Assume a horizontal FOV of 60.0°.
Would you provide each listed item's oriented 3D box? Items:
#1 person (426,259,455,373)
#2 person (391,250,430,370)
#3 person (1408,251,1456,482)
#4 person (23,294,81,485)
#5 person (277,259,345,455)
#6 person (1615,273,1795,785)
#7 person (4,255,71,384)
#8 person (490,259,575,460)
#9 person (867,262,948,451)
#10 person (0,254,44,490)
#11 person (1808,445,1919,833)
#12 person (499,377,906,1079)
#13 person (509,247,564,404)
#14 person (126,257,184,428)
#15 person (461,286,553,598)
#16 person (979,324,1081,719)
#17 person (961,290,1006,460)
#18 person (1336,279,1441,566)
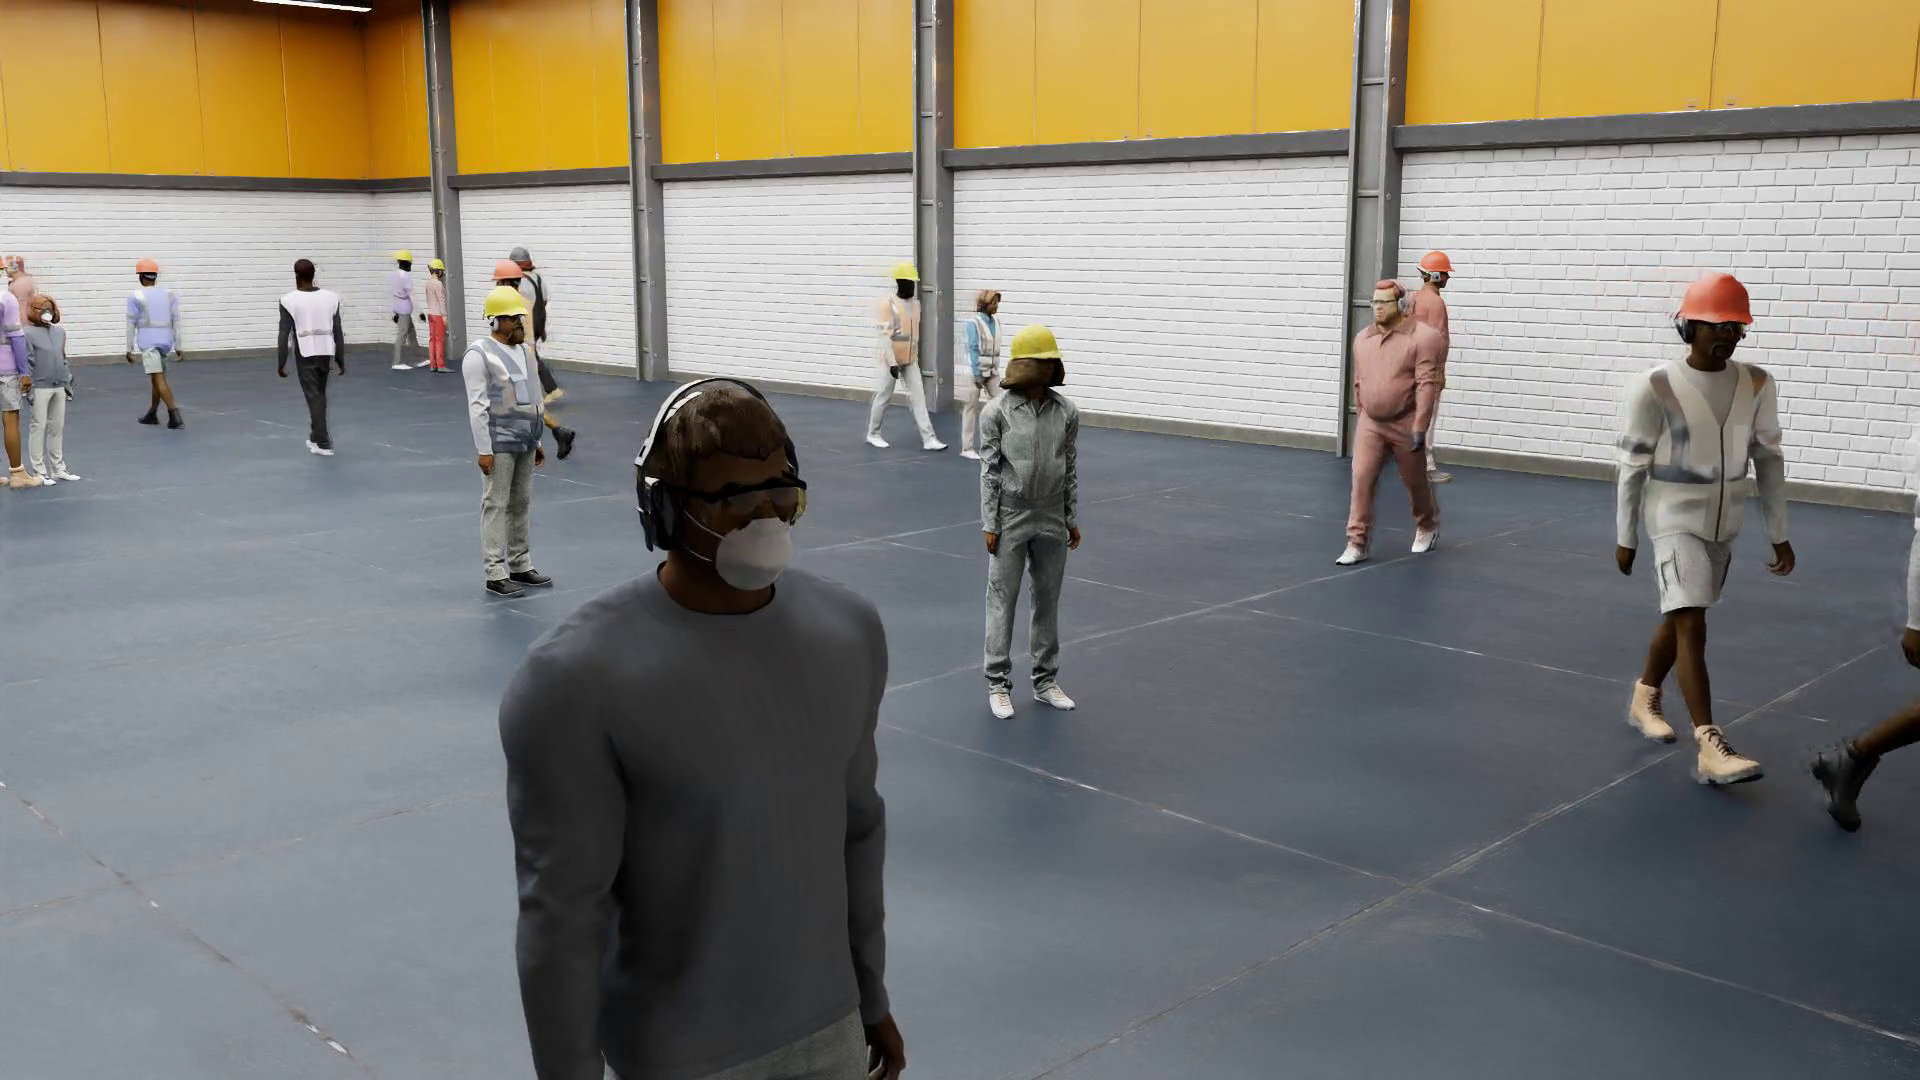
[{"bbox_3d":[-8.117,-3.481,25.880,0.312,1.768,0.524,-9,14,-41],"label":"person"},{"bbox_3d":[-8.783,-3.671,26.567,0.664,1.911,0.599,-7,13,-34],"label":"person"},{"bbox_3d":[4.083,-1.508,14.490,0.381,1.994,0.622,-1,10,-7],"label":"person"},{"bbox_3d":[-7.843,-1.294,14.314,0.285,1.632,0.501,3,11,14],"label":"person"},{"bbox_3d":[-6.419,-1.793,16.302,0.789,1.893,0.621,8,13,39],"label":"person"},{"bbox_3d":[2.987,-0.064,6.654,0.617,1.977,1.077,-2,11,-11],"label":"person"},{"bbox_3d":[-12.268,-2.804,21.878,0.833,1.877,0.650,-6,12,-29],"label":"person"},{"bbox_3d":[-4.008,-1.615,15.315,0.748,1.918,0.550,0,10,2],"label":"person"},{"bbox_3d":[-0.578,-1.817,16.528,1.013,1.874,0.600,9,14,42],"label":"person"},{"bbox_3d":[-8.085,-1.433,13.952,0.607,2.044,0.374,1,10,7],"label":"person"},{"bbox_3d":[3.306,0.178,5.557,0.547,1.912,0.864,-6,12,-31],"label":"person"},{"bbox_3d":[-0.335,0.732,2.429,0.635,1.939,0.361,-10,14,-44],"label":"person"},{"bbox_3d":[-5.473,-2.740,21.083,1.002,2.000,0.690,3,11,15],"label":"person"},{"bbox_3d":[-8.946,-2.187,18.492,0.976,1.895,0.559,7,13,34],"label":"person"},{"bbox_3d":[-2.678,-0.589,9.919,0.403,1.834,0.589,4,11,20],"label":"person"},{"bbox_3d":[0.322,-0.082,7.403,0.487,1.744,0.298,-5,12,-25],"label":"person"},{"bbox_3d":[0.278,-1.545,15.739,0.666,1.616,0.536,9,14,40],"label":"person"},{"bbox_3d":[2.872,-0.789,10.967,0.632,1.859,1.004,8,13,38],"label":"person"}]
